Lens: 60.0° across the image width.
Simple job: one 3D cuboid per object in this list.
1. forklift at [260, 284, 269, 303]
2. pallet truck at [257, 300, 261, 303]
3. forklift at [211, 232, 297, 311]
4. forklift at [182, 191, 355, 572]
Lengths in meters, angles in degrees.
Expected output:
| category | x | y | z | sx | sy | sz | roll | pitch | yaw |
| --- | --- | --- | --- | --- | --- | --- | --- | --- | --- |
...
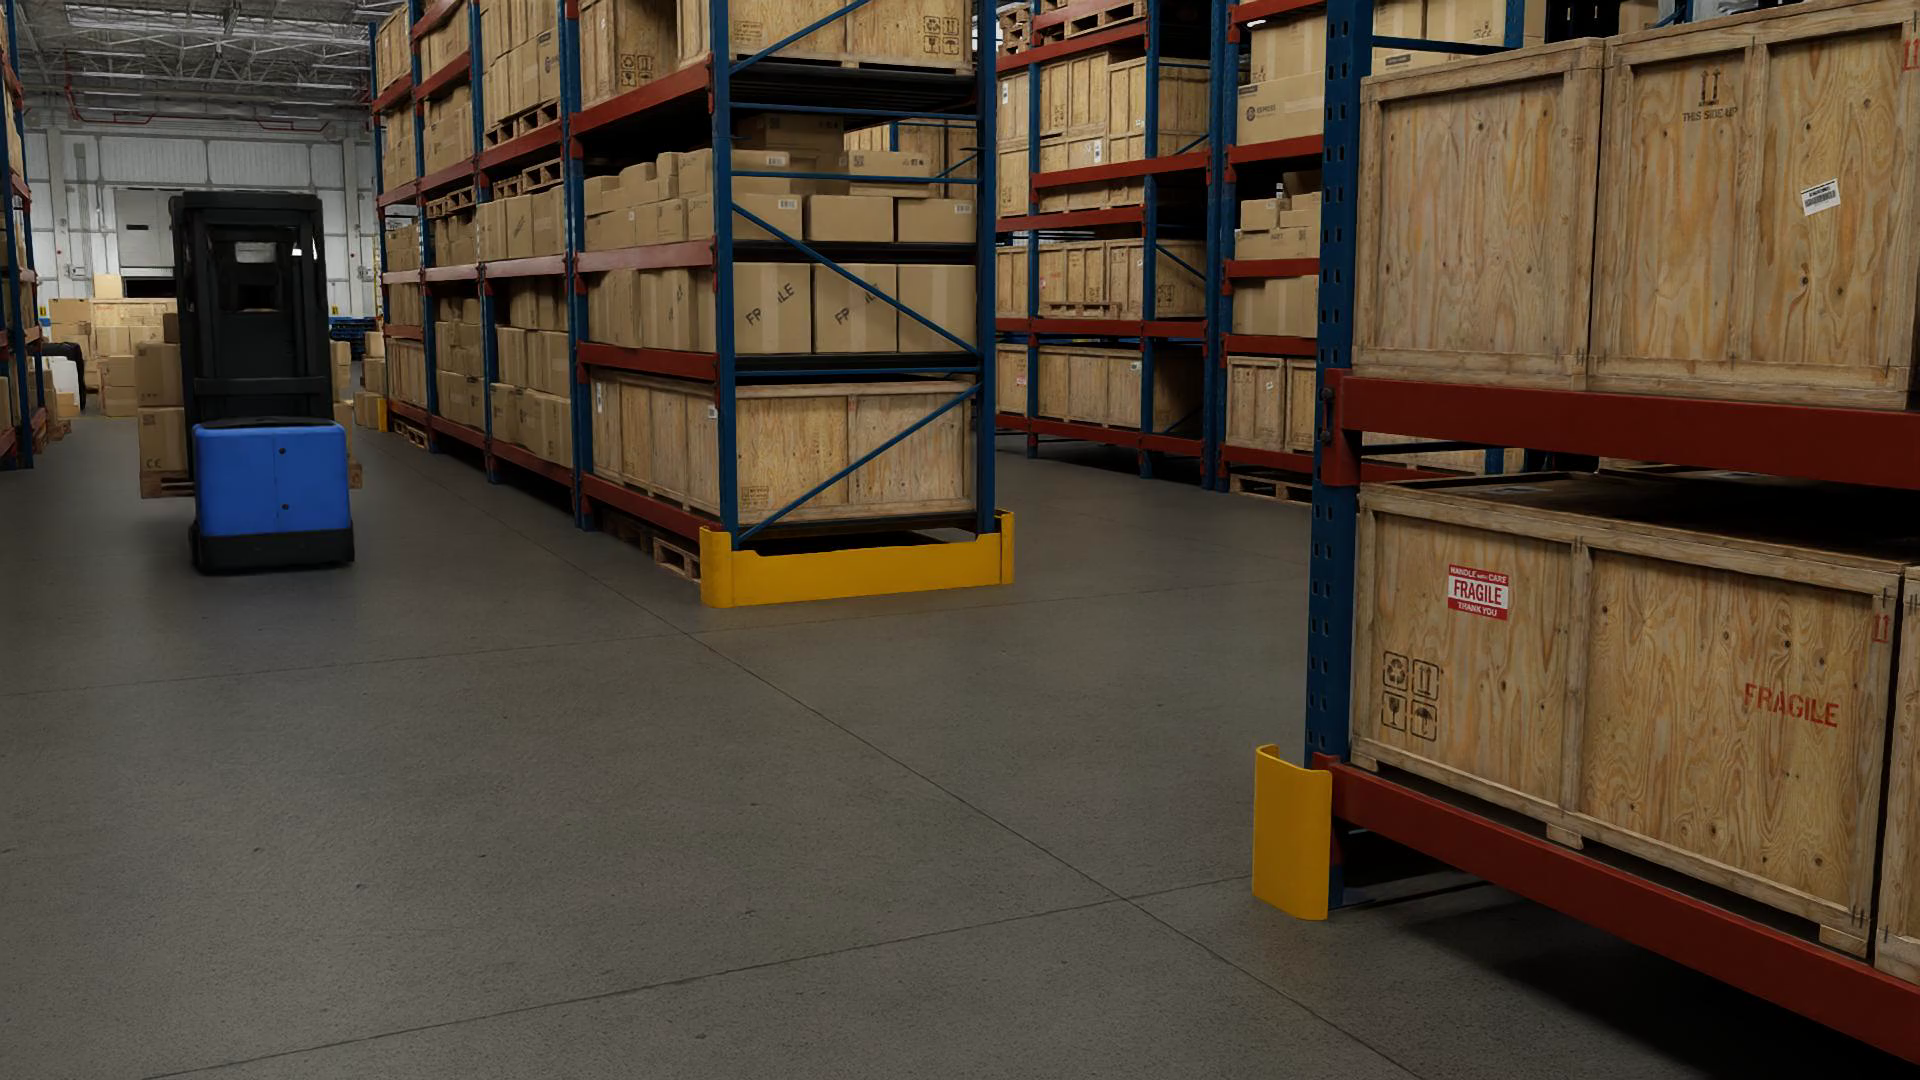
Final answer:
| category | x | y | z | sx | sy | sz | roll | pitch | yaw |
| --- | --- | --- | --- | --- | --- | --- | --- | --- | --- |
| forklift | -17.554 | -5.381 | 41.192 | 1.129 | 2.768 | 1.873 | -4 | 9 | -26 |
| pallet truck | -23.913 | -7.404 | 58.171 | 1.885 | 1.965 | 0.823 | -1 | 8 | -9 |
| forklift | -8.648 | -2.392 | 20.582 | 1.873 | 2.768 | 1.129 | 7 | 11 | 38 |
| forklift | -5.384 | -1.264 | 12.803 | 1.129 | 2.768 | 1.873 | -4 | 9 | -26 |
